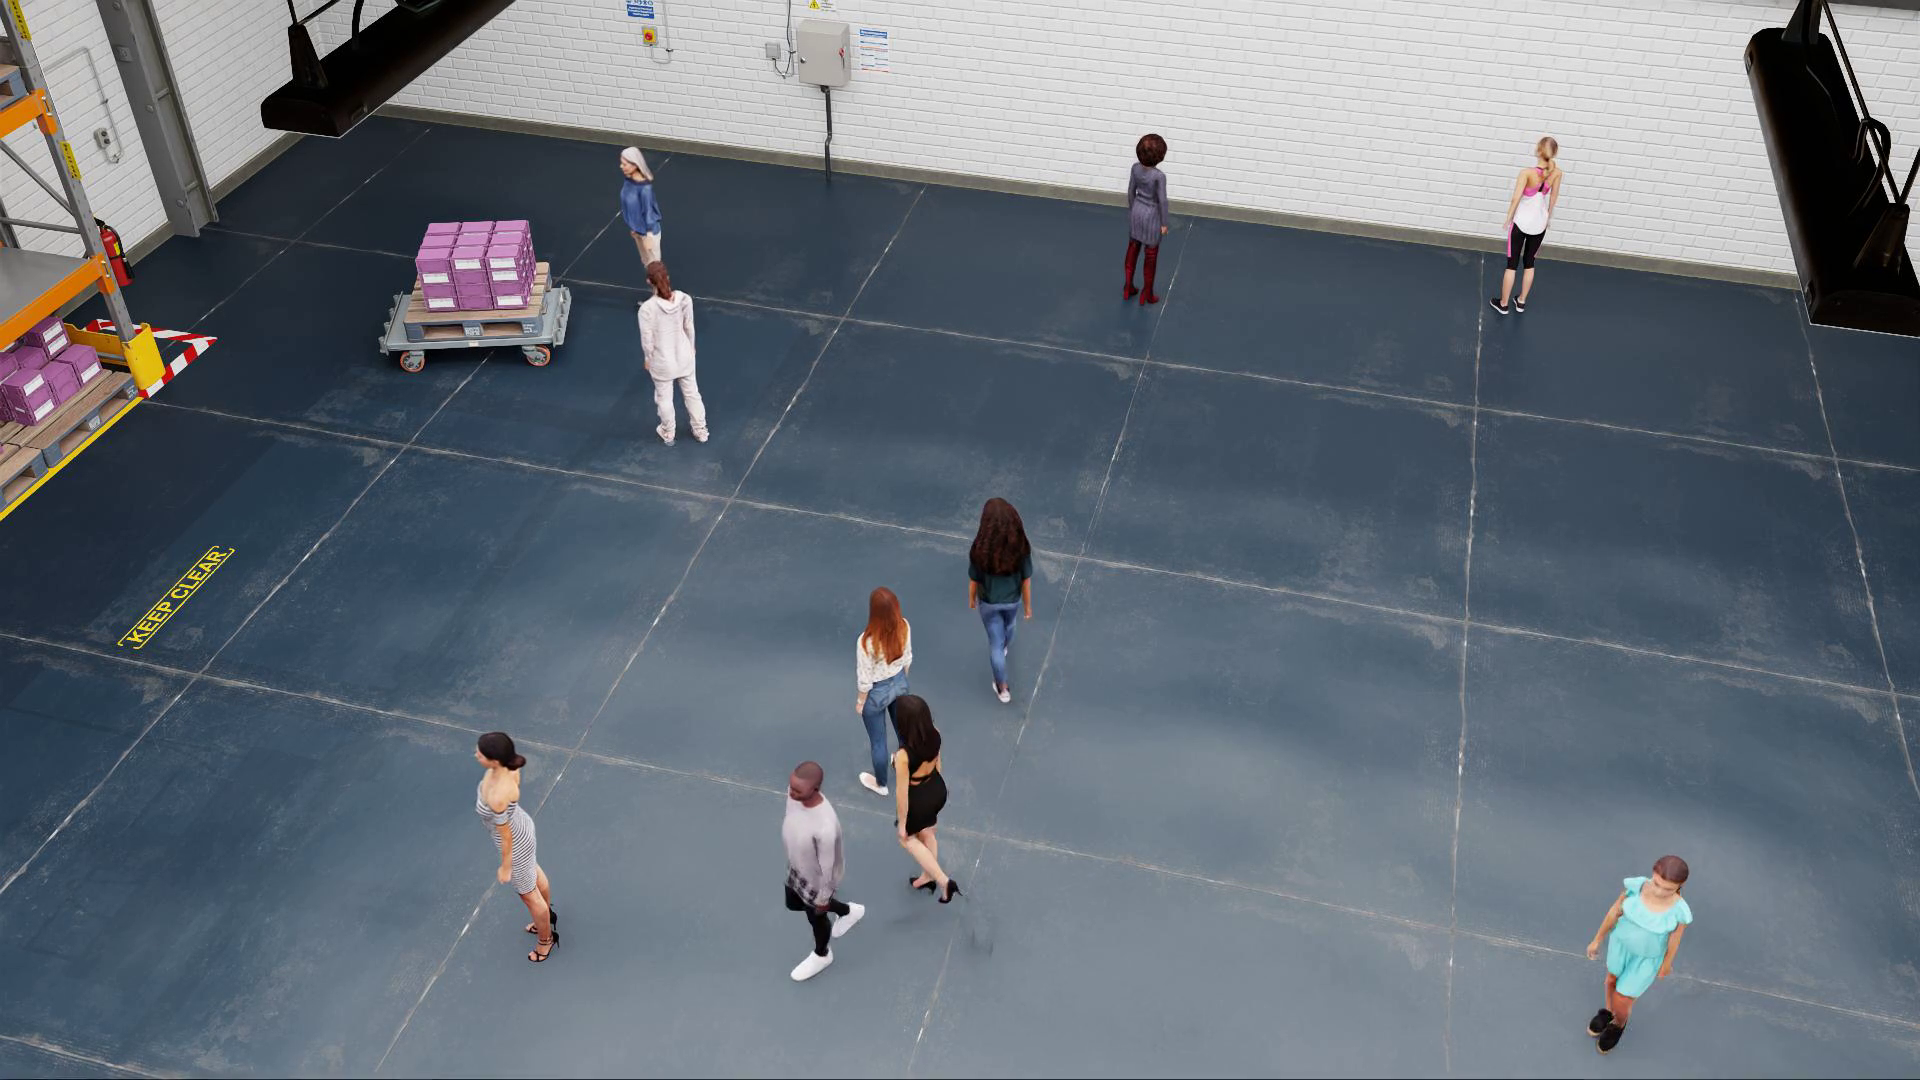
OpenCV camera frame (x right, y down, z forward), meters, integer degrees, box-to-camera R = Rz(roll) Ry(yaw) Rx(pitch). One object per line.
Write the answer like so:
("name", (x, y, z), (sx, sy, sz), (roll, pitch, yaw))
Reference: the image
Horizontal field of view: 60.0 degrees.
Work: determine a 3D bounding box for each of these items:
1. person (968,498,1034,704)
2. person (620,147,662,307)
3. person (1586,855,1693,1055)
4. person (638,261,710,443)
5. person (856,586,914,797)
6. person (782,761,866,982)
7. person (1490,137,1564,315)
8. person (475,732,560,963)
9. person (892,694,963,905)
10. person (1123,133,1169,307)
("person", (0.292, 0.467, 11.546), (0.838, 1.591, 1.018), (-6, 39, -8))
("person", (-2.958, -2.920, 15.702), (0.761, 1.699, 0.712), (-22, 44, -25))
("person", (3.844, 2.256, 9.345), (0.736, 1.544, 0.684), (-25, 45, -28))
("person", (-2.436, -1.565, 14.002), (0.800, 1.704, 0.860), (-17, 42, -20))
("person", (-0.482, 0.970, 10.807), (0.630, 1.727, 0.715), (-26, 45, -29))
("person", (-0.760, 1.881, 9.641), (0.927, 1.760, 0.853), (-24, 44, -27))
("person", (5.361, -2.964, 15.688), (0.678, 1.785, 0.648), (-5, 39, -6))
("person", (-2.581, 1.779, 9.719), (0.732, 1.822, 0.615), (-7, 39, -9))
("person", (-0.174, 1.635, 10.054), (0.814, 1.629, 0.789), (29, 47, 32))
("person", (1.770, -3.055, 15.862), (0.668, 1.710, 0.668), (31, 48, 33))
